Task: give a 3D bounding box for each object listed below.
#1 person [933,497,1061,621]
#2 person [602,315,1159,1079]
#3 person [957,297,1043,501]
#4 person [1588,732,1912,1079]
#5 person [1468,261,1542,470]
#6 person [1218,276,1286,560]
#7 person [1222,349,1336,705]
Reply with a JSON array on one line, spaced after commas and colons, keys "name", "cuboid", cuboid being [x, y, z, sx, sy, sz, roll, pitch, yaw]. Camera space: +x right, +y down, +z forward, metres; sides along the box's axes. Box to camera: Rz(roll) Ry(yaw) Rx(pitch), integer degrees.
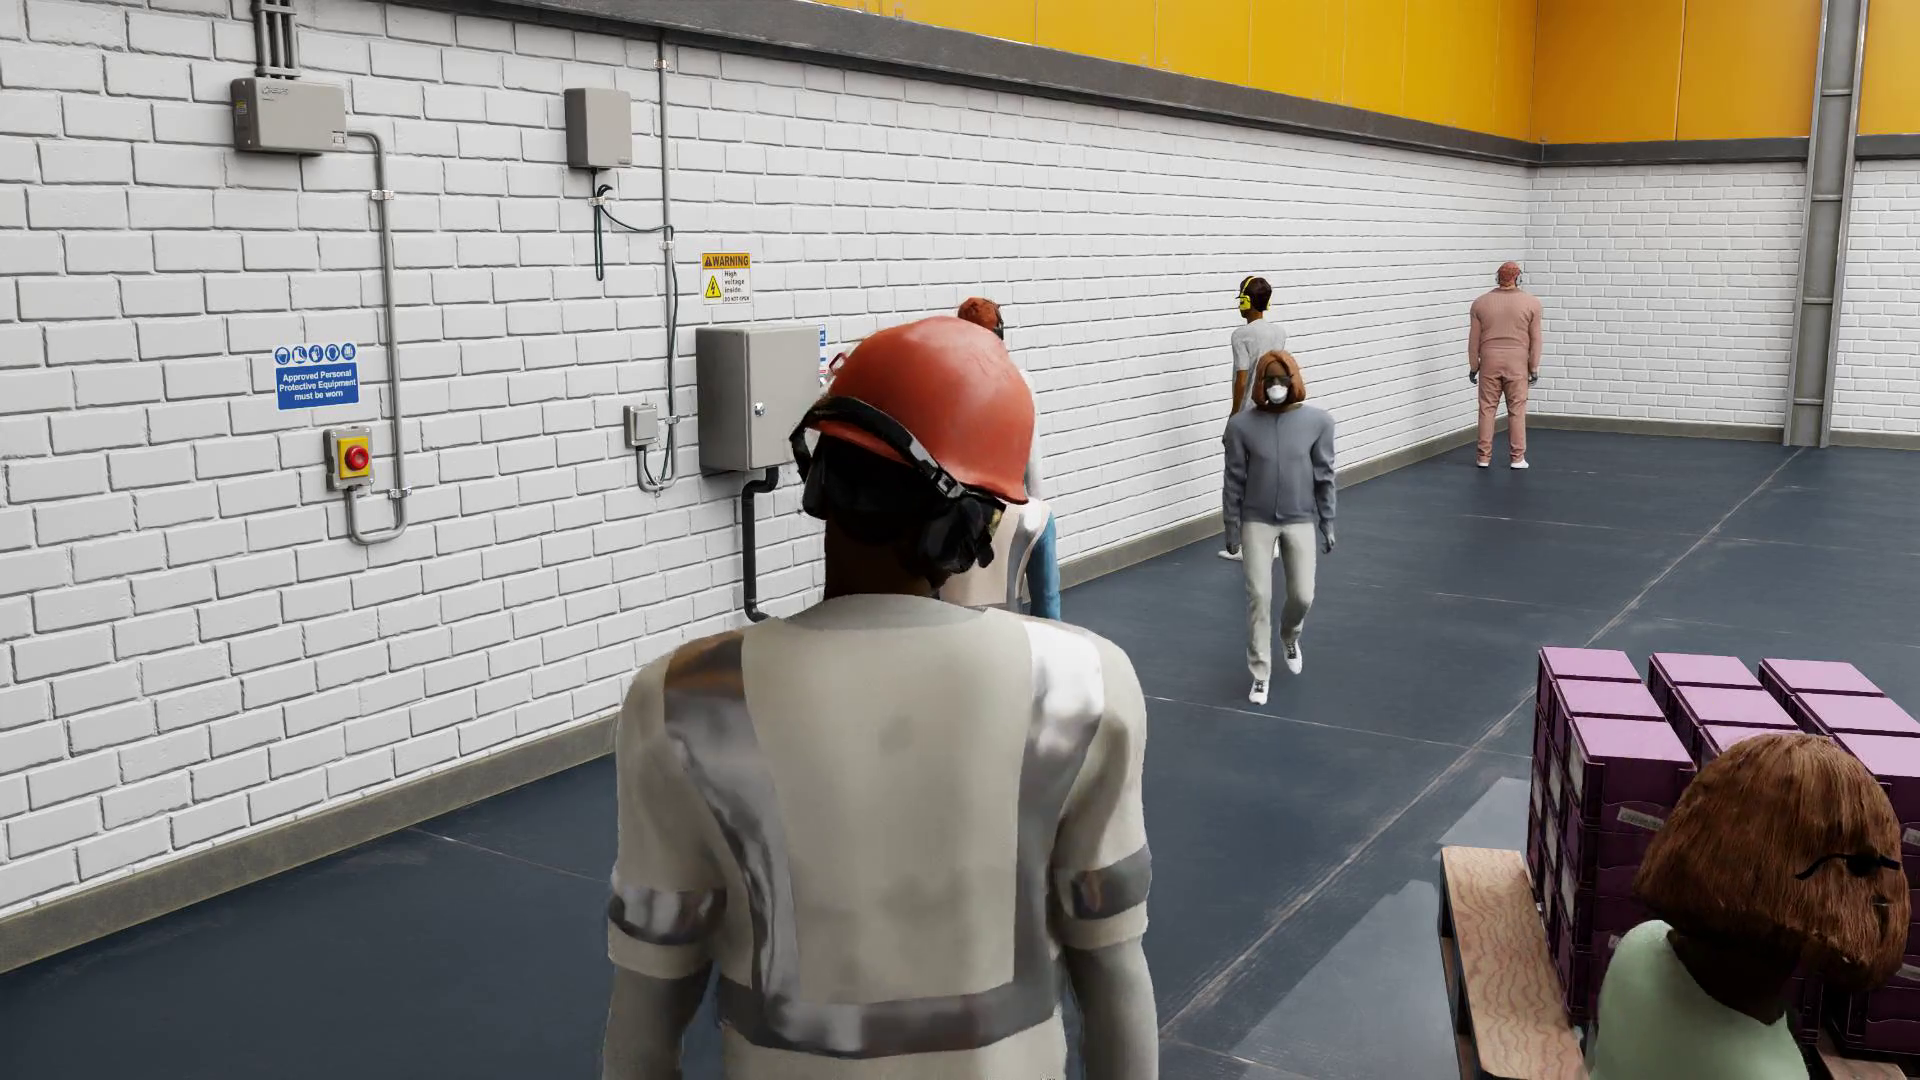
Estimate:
[{"name": "person", "cuboid": [0.036, 0.418, 4.863, 0.522, 1.640, 0.306, 0, 10, -3]}, {"name": "person", "cuboid": [-0.079, 0.749, 2.011, 0.674, 2.016, 0.466, -2, 10, -11]}, {"name": "person", "cuboid": [0.073, -0.193, 7.686, 0.587, 1.851, 0.933, 4, 11, 21]}, {"name": "person", "cuboid": [0.787, 0.991, 1.832, 0.421, 1.611, 0.526, 2, 10, 8]}, {"name": "person", "cuboid": [5.008, -1.600, 15.308, 0.642, 1.909, 0.399, 5, 11, 25]}, {"name": "person", "cuboid": [1.924, -0.789, 10.925, 0.535, 1.866, 0.309, -9, 14, -41]}, {"name": "person", "cuboid": [1.457, -0.073, 7.644, 0.515, 1.615, 0.461, 2, 10, 9]}]
